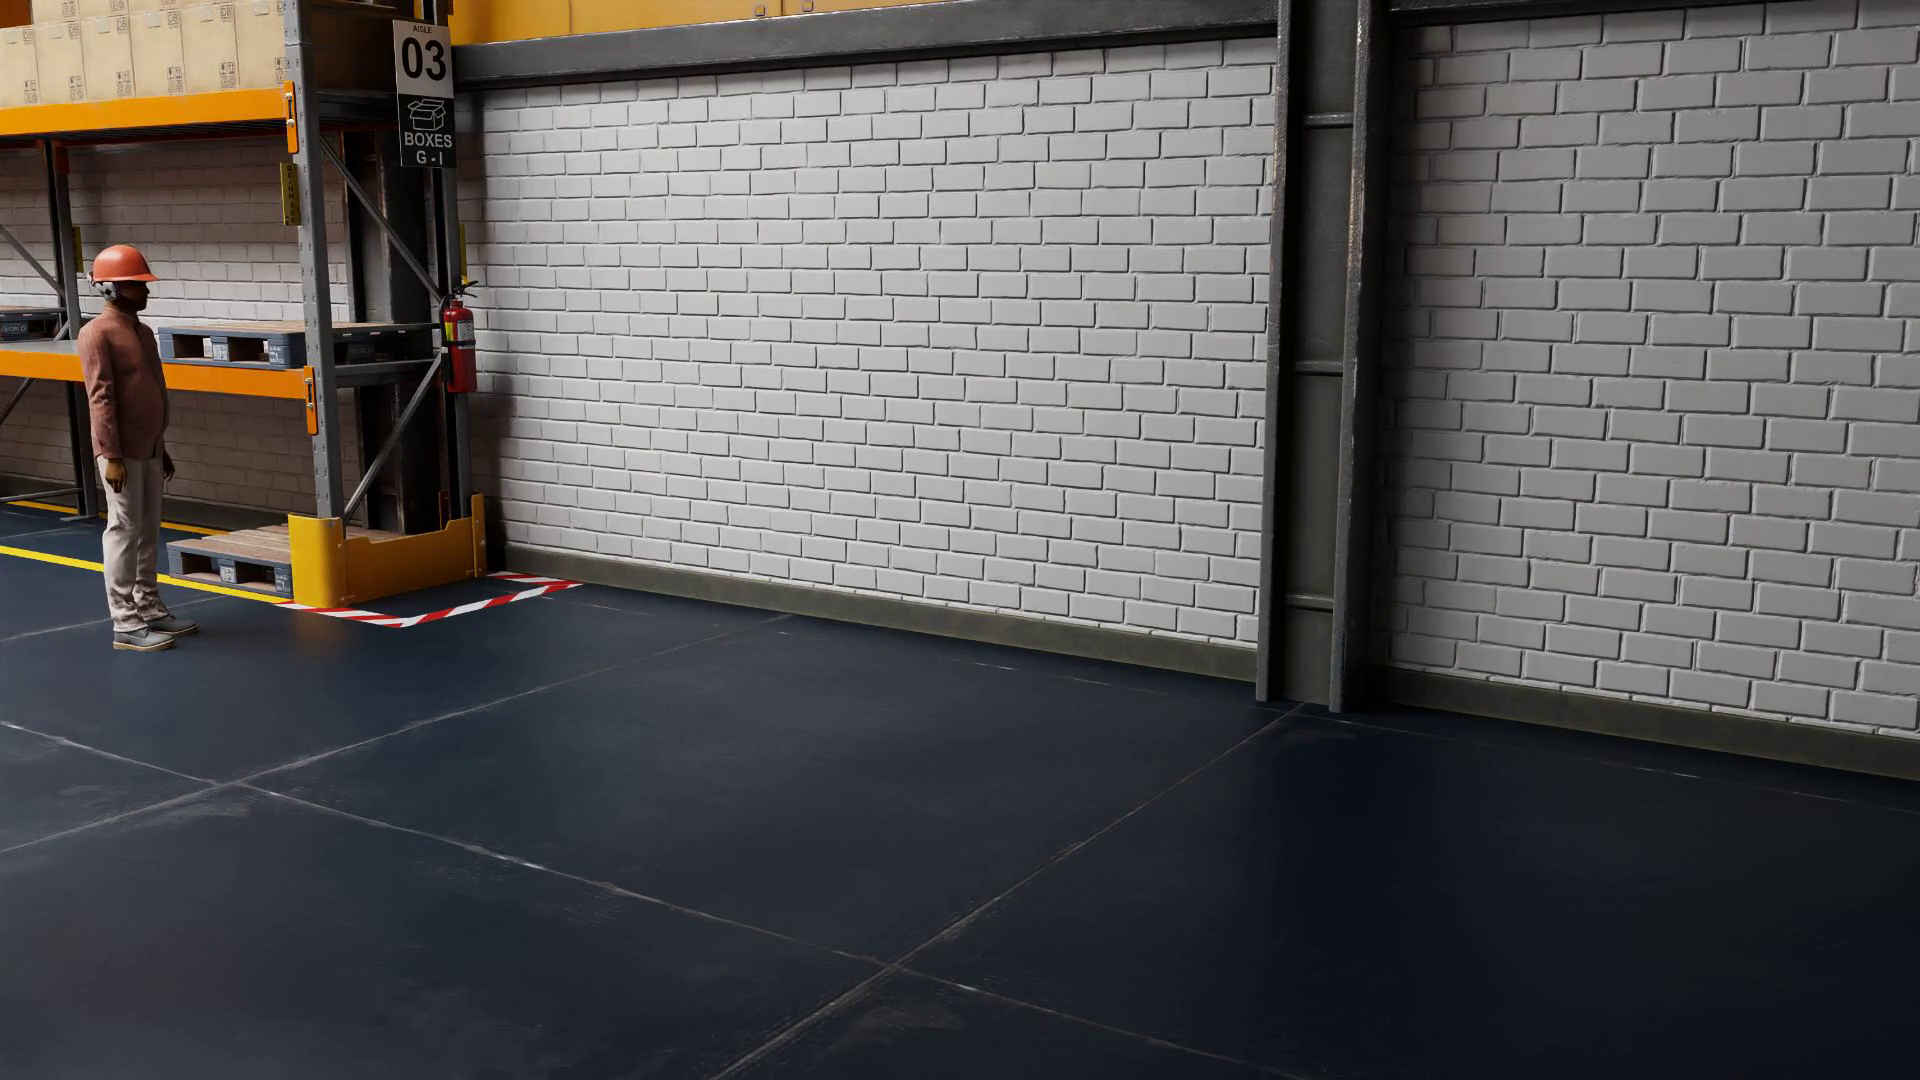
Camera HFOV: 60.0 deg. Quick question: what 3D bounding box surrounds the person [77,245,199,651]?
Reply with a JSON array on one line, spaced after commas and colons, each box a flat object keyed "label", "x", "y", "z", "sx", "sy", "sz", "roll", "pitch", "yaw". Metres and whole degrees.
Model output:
[{"label": "person", "x": -4.106, "y": -0.454, "z": 8.274, "sx": 0.378, "sy": 1.995, "sz": 0.612, "roll": -1, "pitch": 10, "yaw": -4}]
